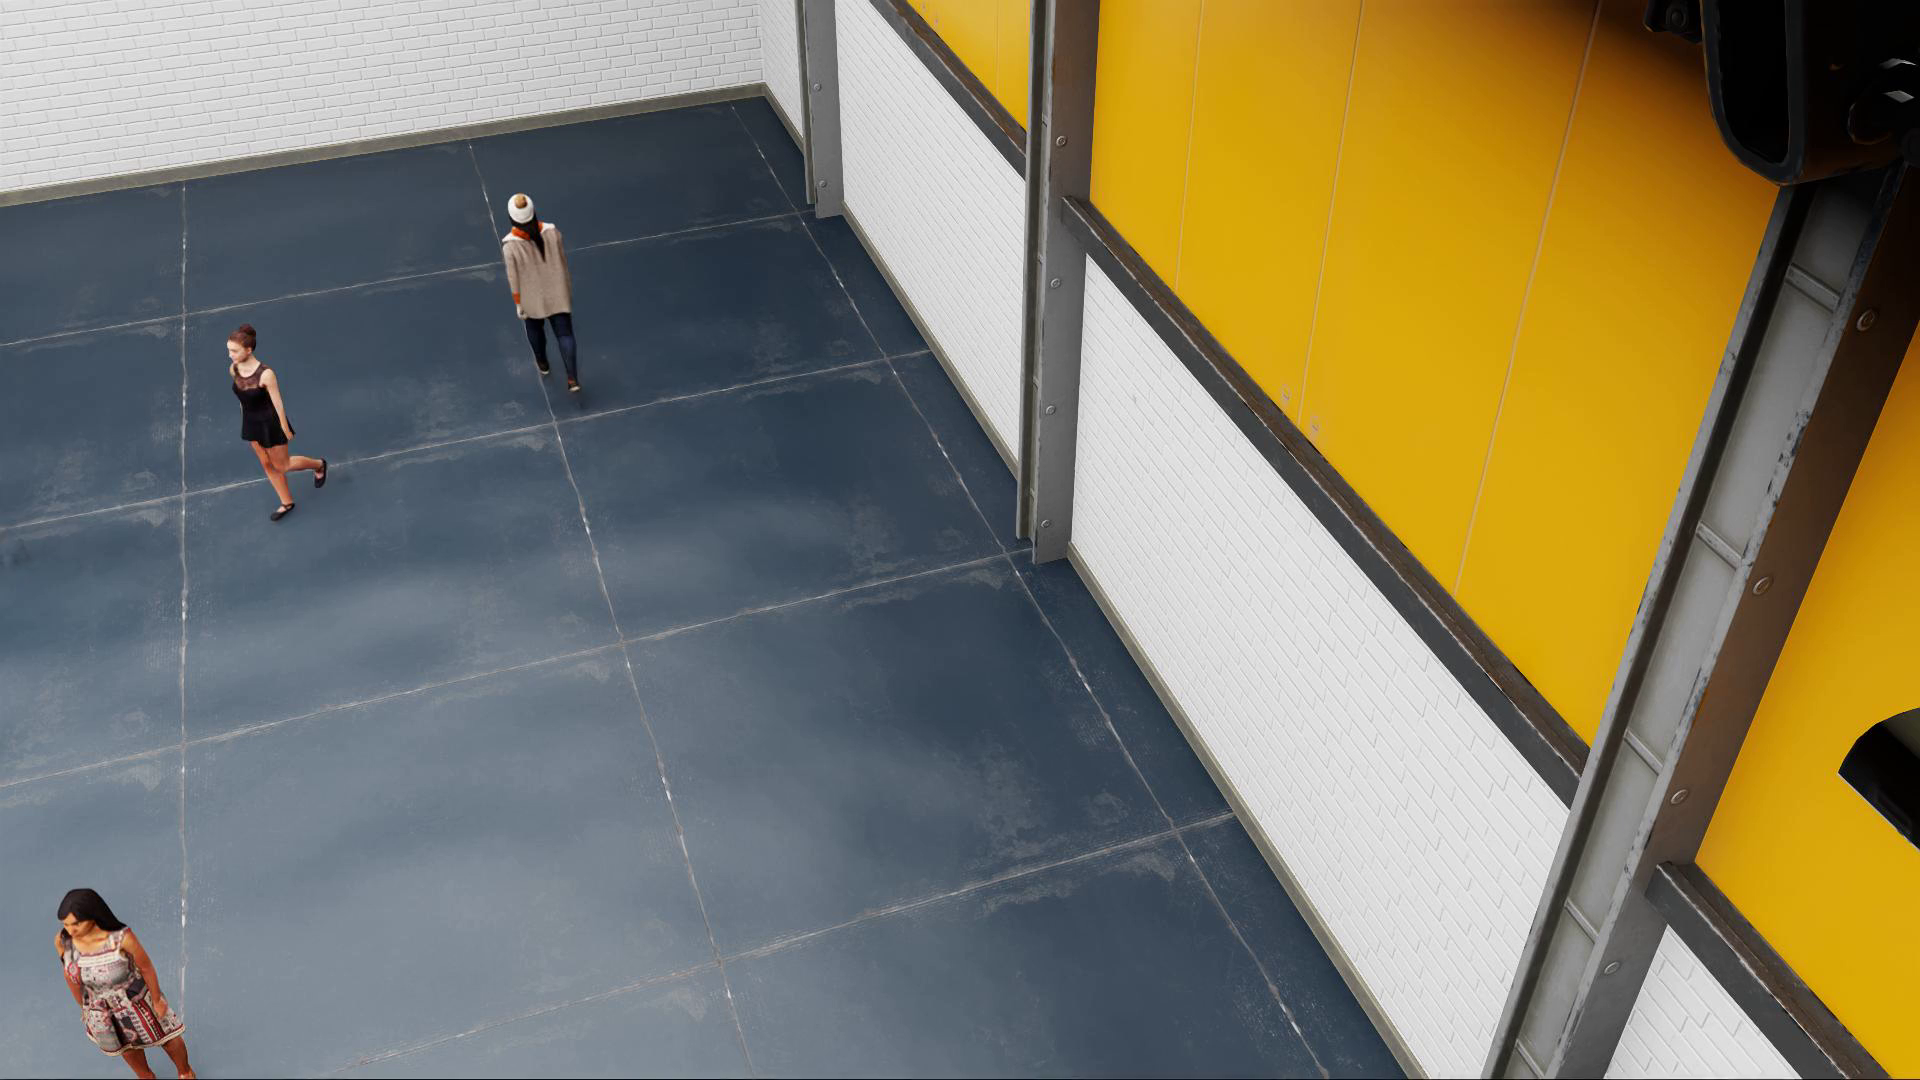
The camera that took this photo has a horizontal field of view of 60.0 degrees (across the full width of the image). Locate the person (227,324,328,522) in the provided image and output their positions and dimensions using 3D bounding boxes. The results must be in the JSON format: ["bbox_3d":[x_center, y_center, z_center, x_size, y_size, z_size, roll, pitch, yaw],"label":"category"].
[{"bbox_3d":[-5.316,-0.937,12.883,0.846,1.663,0.893,19,42,22],"label":"person"}]

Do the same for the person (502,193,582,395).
[{"bbox_3d":[-3.533,-2.085,14.159,0.671,1.865,1.113,-12,40,-15],"label":"person"}]

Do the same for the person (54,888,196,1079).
[{"bbox_3d":[-4.390,2.396,8.724,0.703,1.645,0.626,-3,39,-3],"label":"person"}]
